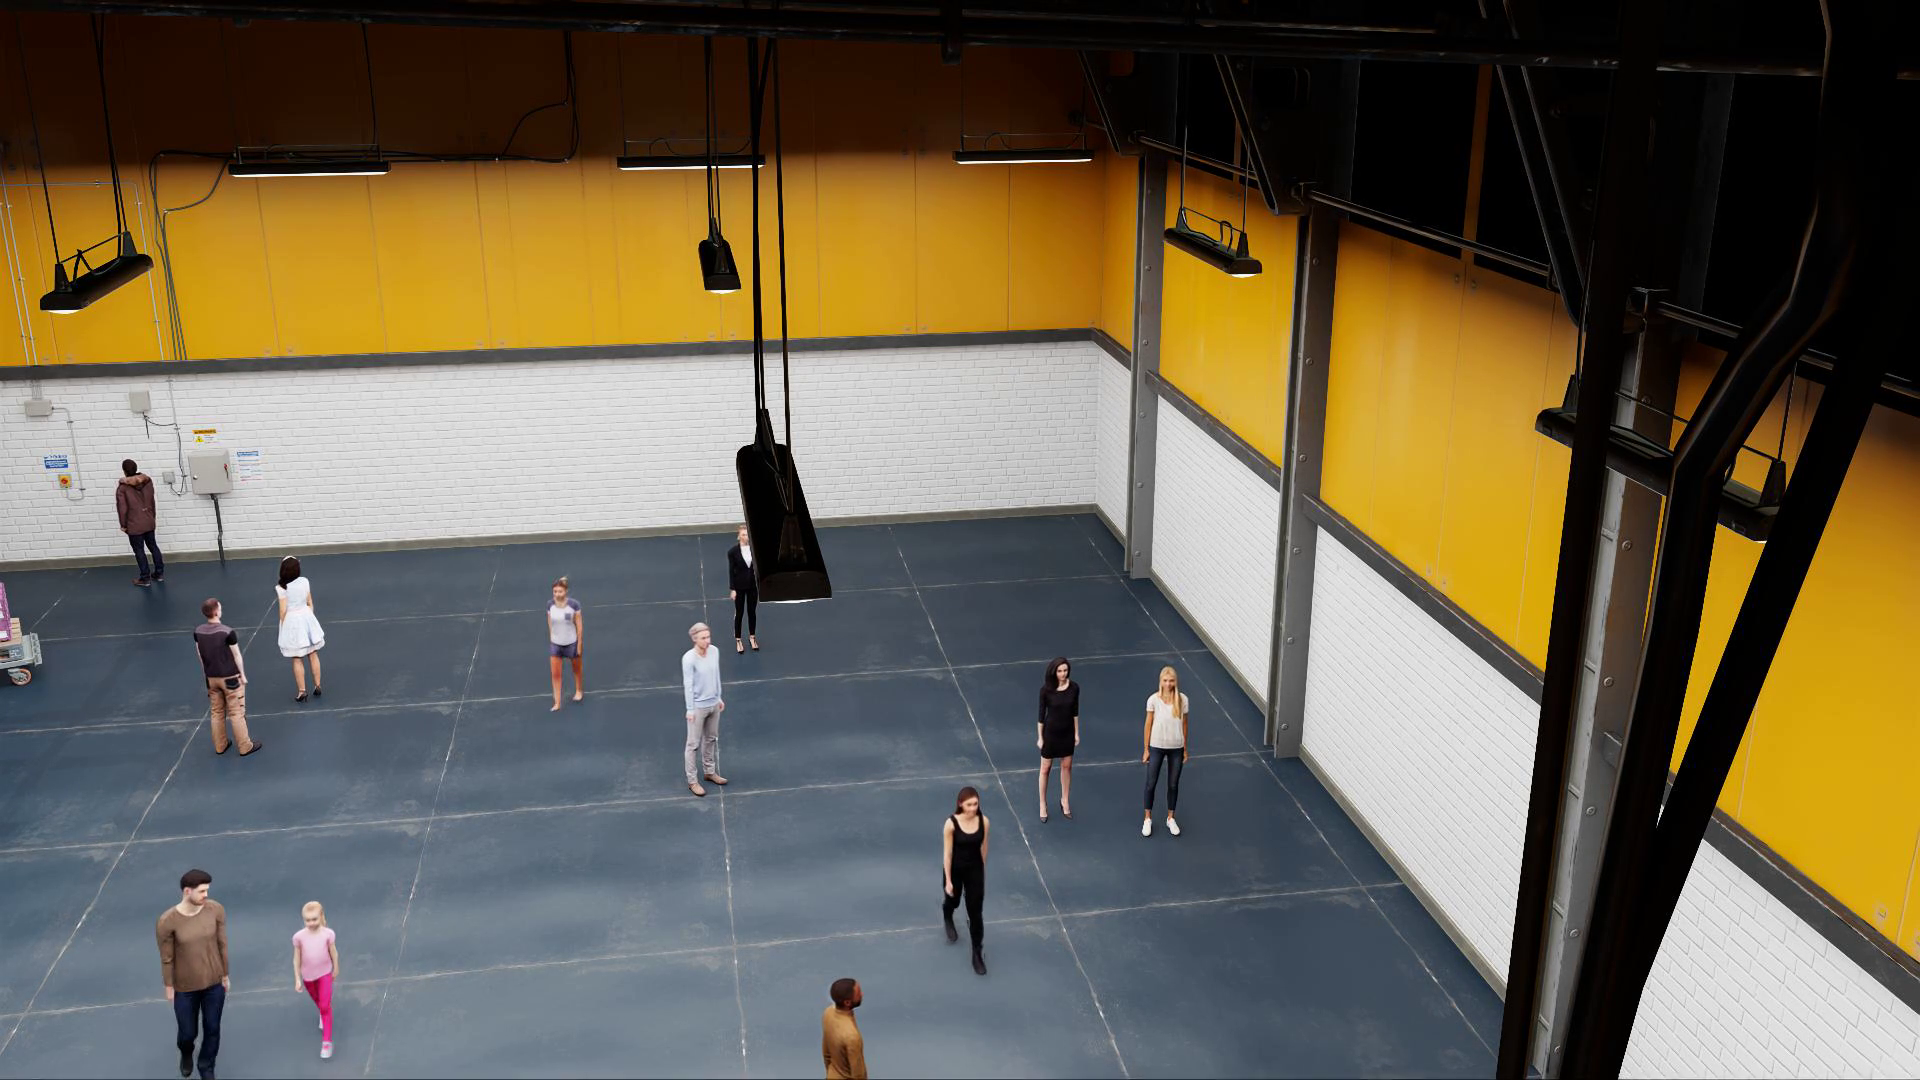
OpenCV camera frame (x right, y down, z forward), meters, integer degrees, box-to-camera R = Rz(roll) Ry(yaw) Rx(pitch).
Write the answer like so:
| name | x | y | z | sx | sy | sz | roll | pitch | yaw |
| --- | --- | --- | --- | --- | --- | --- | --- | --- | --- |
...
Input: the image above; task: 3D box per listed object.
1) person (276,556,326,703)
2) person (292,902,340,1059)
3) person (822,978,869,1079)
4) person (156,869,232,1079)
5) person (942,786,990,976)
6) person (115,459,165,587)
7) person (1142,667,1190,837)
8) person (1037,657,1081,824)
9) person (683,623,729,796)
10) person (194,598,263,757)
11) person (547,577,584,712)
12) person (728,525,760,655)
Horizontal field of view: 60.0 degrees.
| name | x | y | z | sx | sy | sz | roll | pitch | yaw |
| --- | --- | --- | --- | --- | --- | --- | --- | --- | --- |
| person | -7.911 | 1.063 | 19.917 | 0.906 | 1.818 | 0.854 | 17 | 25 | 41 |
| person | -5.248 | 3.501 | 13.565 | 0.485 | 1.251 | 0.914 | -4 | 19 | -12 |
| person | -0.797 | 3.856 | 11.624 | 0.772 | 1.816 | 0.607 | -11 | 22 | -30 |
| person | -5.936 | 3.392 | 12.934 | 0.844 | 1.860 | 0.918 | -13 | 22 | -33 |
| person | 0.000 | 2.917 | 14.666 | 0.642 | 1.655 | 1.122 | -5 | 19 | -14 |
| person | -11.741 | -0.263 | 23.807 | 0.925 | 1.847 | 0.839 | 10 | 21 | 27 |
| person | 2.077 | 2.118 | 16.797 | 0.631 | 1.808 | 0.531 | -1 | 19 | -3 |
| person | 1.007 | 2.029 | 17.063 | 0.606 | 1.807 | 0.505 | -5 | 19 | -14 |
| person | -2.743 | 1.762 | 17.723 | 0.785 | 1.892 | 0.743 | 15 | 23 | 37 |
| person | -8.219 | 1.516 | 18.531 | 0.759 | 1.842 | 0.726 | 4 | 19 | 11 |
| person | -4.672 | 1.213 | 19.836 | 0.708 | 1.585 | 0.982 | 0 | 19 | 1 |
| person | -2.758 | 0.619 | 21.410 | 0.667 | 1.706 | 0.628 | -9 | 20 | -24 |
